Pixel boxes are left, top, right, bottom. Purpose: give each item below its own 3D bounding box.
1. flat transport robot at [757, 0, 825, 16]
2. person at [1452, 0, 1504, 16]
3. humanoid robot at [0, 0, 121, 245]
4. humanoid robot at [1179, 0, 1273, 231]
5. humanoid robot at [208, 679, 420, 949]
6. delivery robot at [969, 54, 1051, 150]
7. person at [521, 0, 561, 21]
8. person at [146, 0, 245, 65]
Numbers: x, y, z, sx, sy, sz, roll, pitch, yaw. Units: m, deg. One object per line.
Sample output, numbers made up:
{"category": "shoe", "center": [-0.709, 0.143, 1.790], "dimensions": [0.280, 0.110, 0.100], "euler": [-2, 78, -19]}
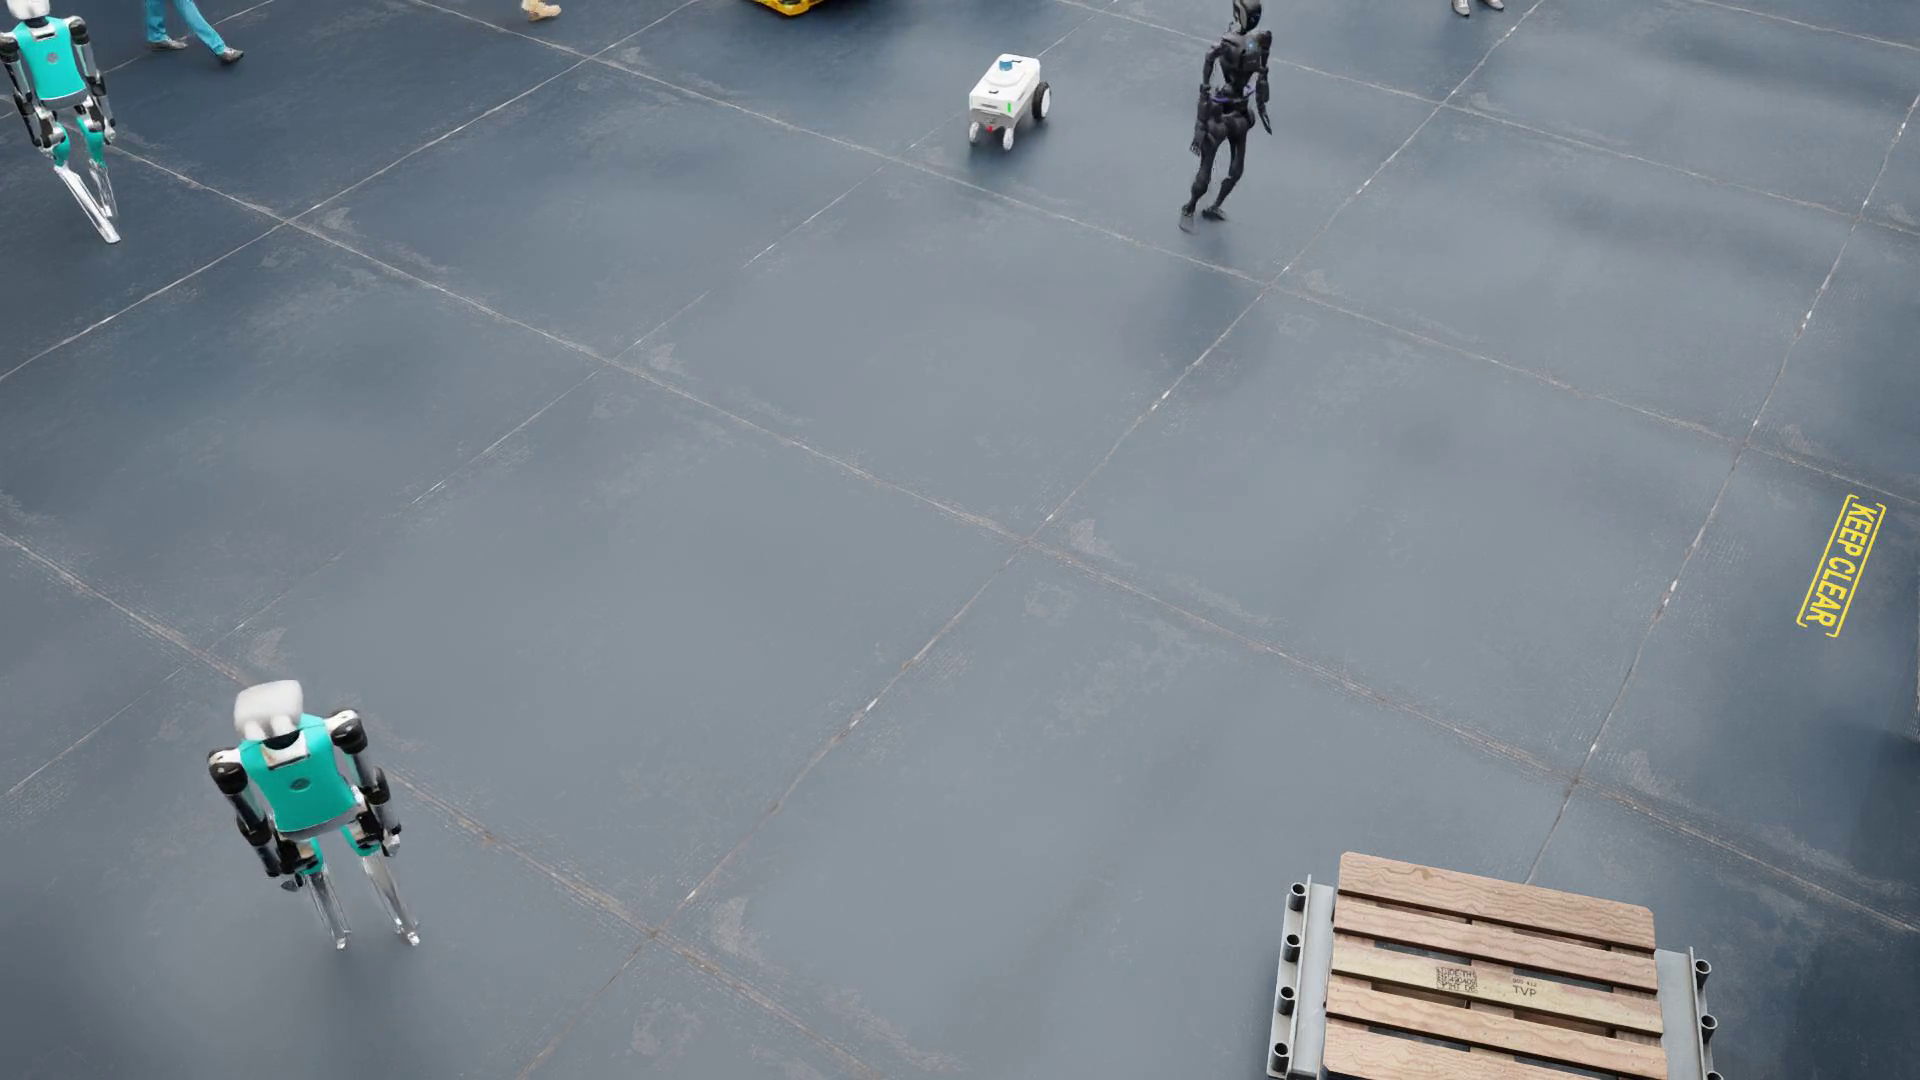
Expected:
{"category": "flat transport robot", "center": [-1.119, -4.866, 14.224], "dimensions": [1.431, 0.231, 0.659], "euler": [-33, 51, -31]}
{"category": "person", "center": [4.319, -5.225, 13.374], "dimensions": [0.552, 1.940, 0.418], "euler": [-14, 44, -15]}
{"category": "humanoid robot", "center": [-5.804, -2.709, 10.788], "dimensions": [0.542, 1.880, 0.794], "euler": [-29, 49, -28]}
{"category": "humanoid robot", "center": [1.734, -2.799, 10.868], "dimensions": [0.601, 1.657, 0.430], "euler": [-22, 46, -23]}
{"category": "humanoid robot", "center": [-2.498, 1.058, 6.518], "dimensions": [0.540, 1.799, 0.778], "euler": [-18, 45, -19]}
{"category": "delivery robot", "center": [0.342, -3.272, 12.241], "dimensions": [0.499, 0.614, 0.802], "euler": [14, 44, 15]}
{"category": "person", "center": [-3.475, -5.010, 13.303], "dimensions": [0.386, 1.709, 0.534], "euler": [-28, 49, -28]}
{"category": "person", "center": [-6.059, -4.507, 12.682], "dimensions": [0.985, 1.776, 0.595], "euler": [11, 43, 12]}
